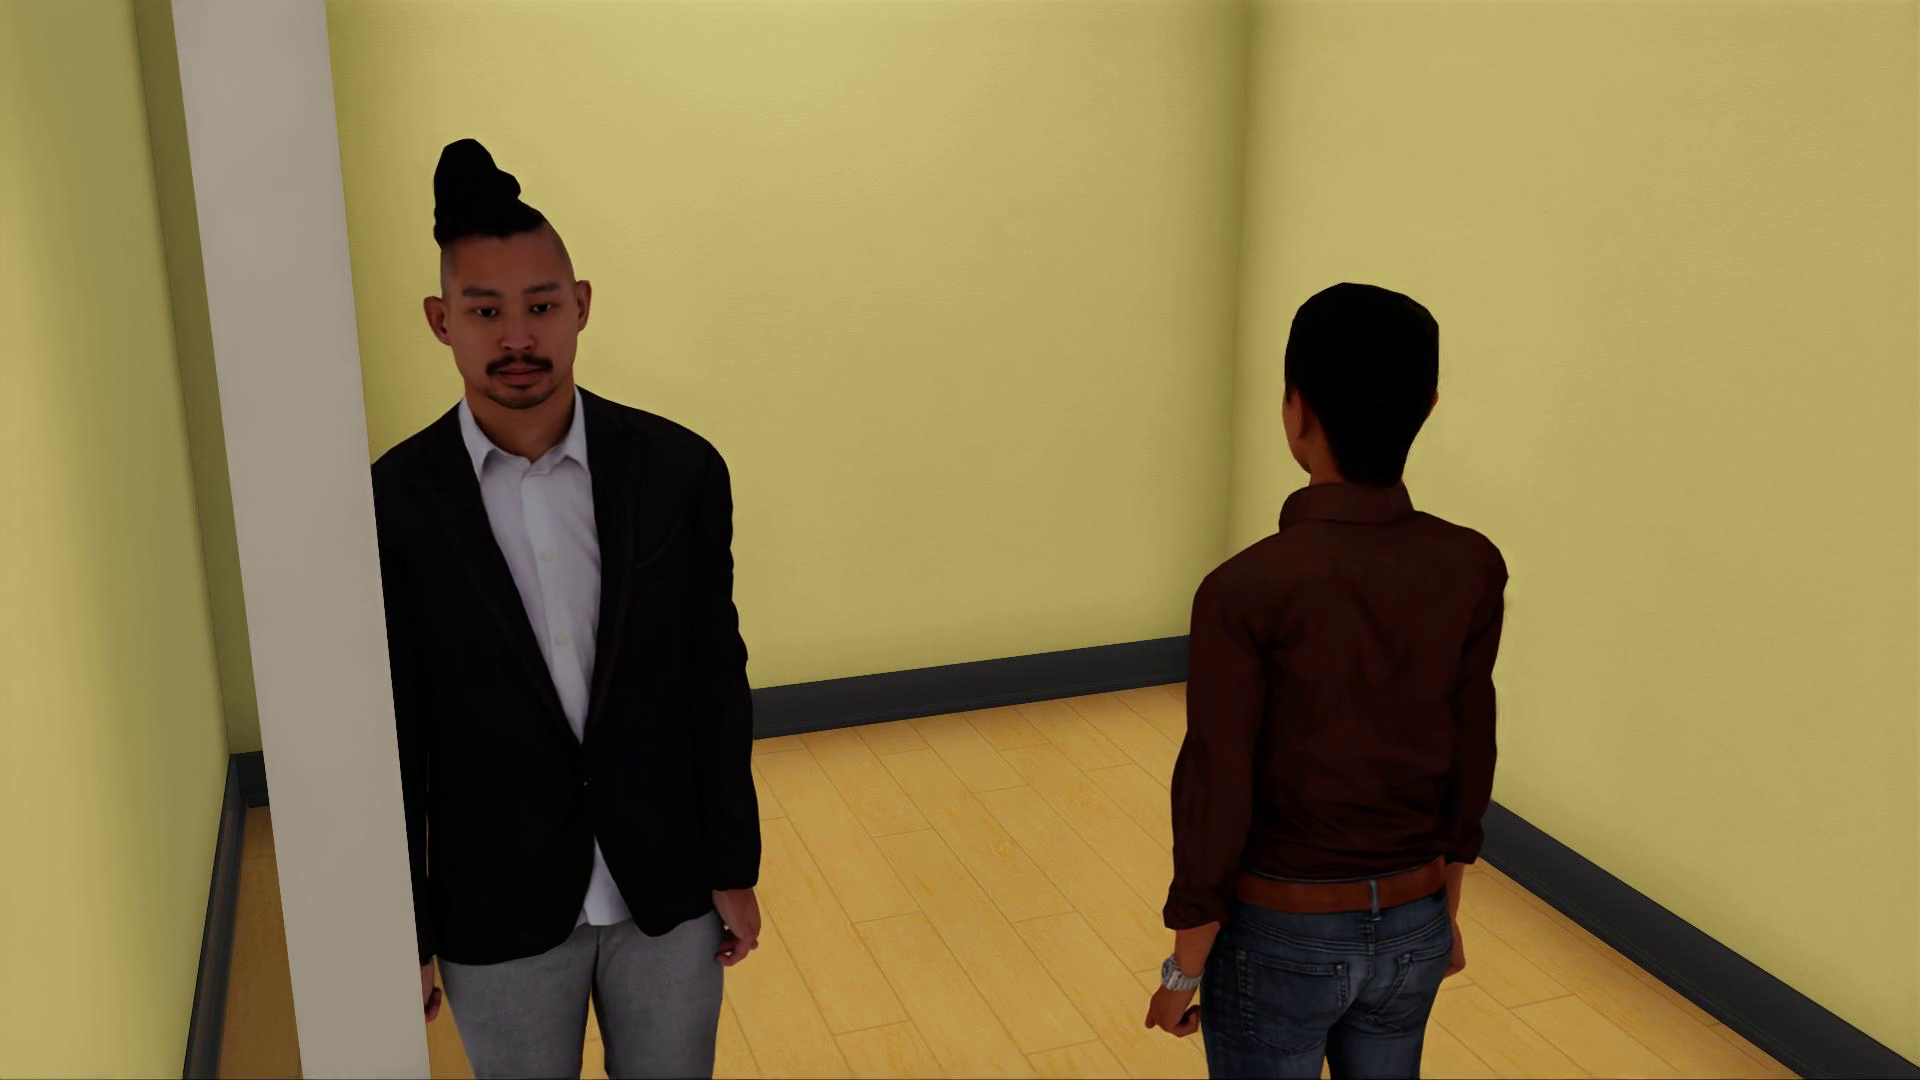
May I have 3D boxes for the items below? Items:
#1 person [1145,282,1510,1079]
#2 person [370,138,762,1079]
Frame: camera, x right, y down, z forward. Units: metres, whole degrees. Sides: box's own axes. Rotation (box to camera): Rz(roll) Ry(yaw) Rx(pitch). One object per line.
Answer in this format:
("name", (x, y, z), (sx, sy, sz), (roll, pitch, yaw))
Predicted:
("person", (0.505, 0.547, 2.258), (0.440, 1.779, 0.714), (-6, 17, -21))
("person", (-0.552, 0.432, 2.344), (0.534, 1.952, 0.767), (-6, 17, -21))
